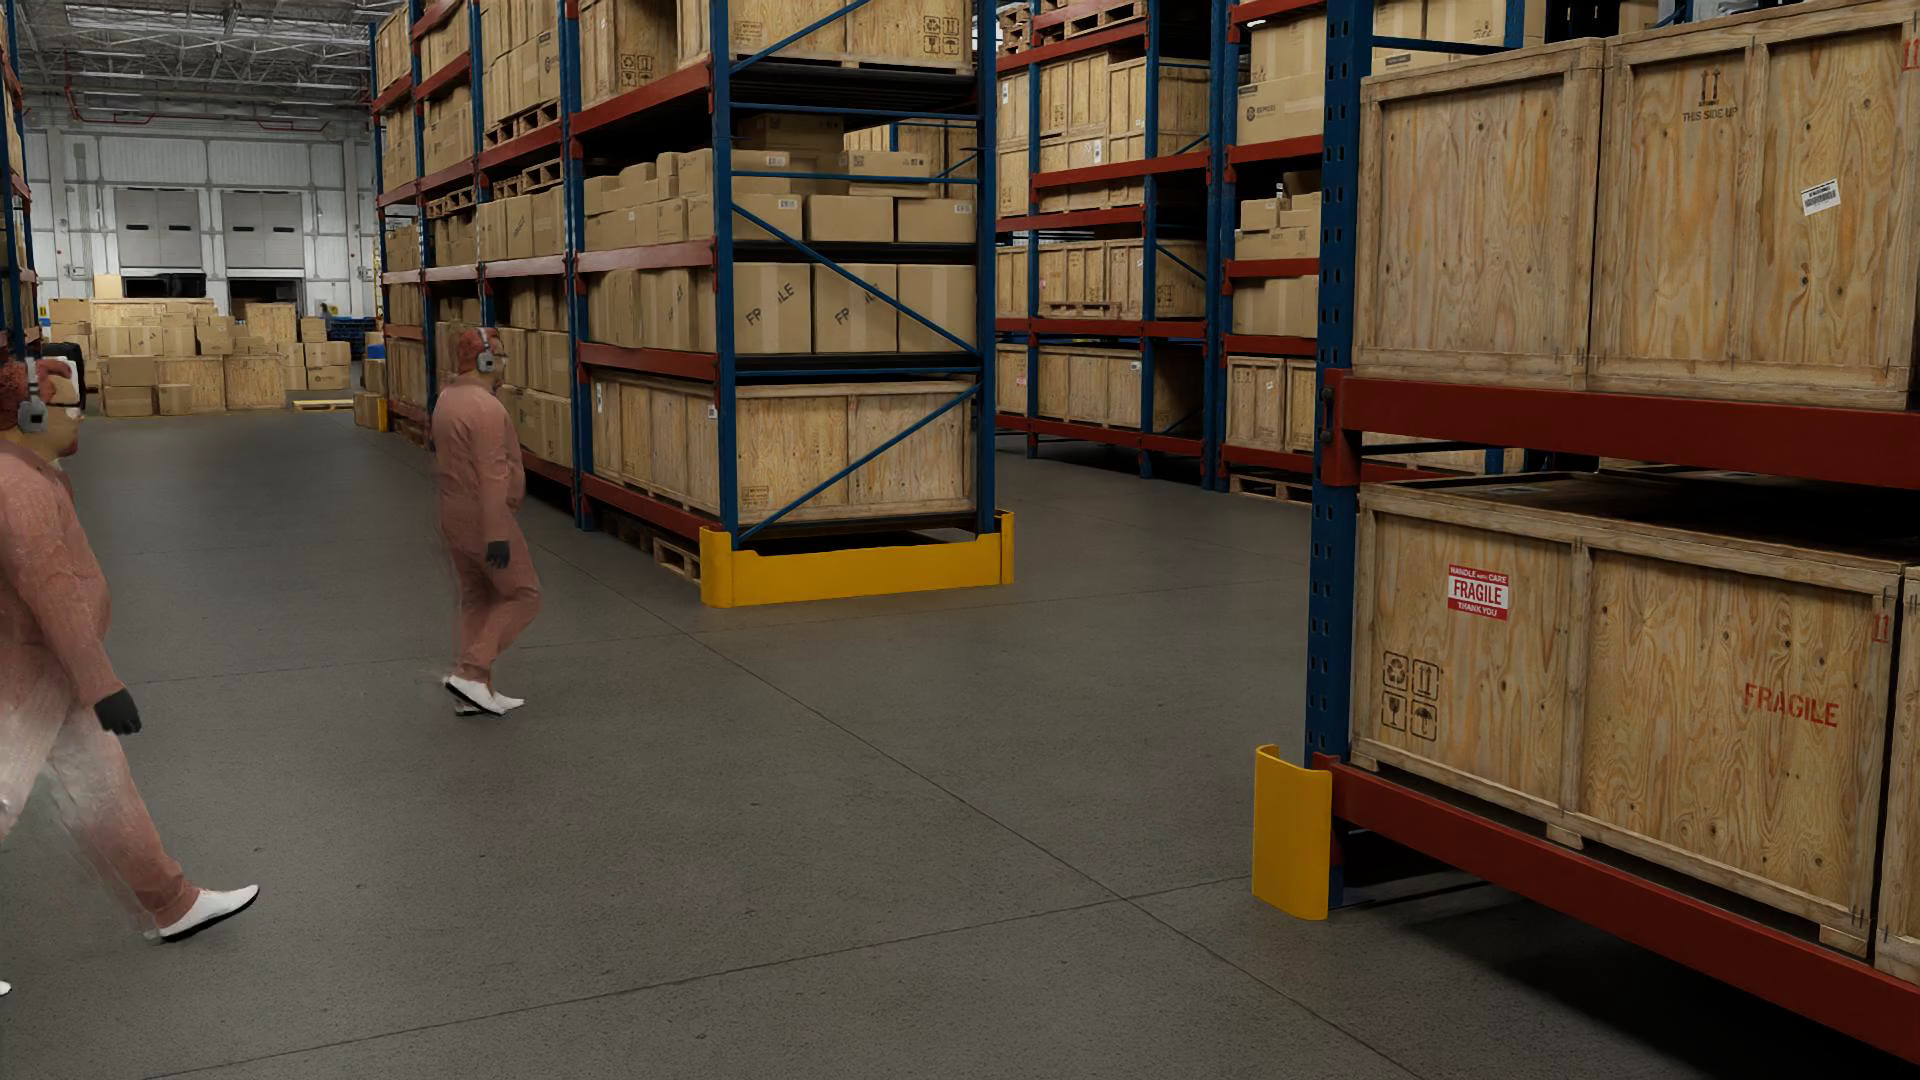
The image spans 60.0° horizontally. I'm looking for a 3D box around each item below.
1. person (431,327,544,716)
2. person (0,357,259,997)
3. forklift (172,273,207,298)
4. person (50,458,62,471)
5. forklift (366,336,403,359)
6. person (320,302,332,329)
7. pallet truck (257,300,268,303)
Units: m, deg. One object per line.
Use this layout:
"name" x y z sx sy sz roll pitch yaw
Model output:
"person" -2.265 -0.073 7.984 0.434 1.887 0.667 -6 10 -35
"person" -2.673 0.399 4.881 1.013 1.852 0.659 -4 9 -28
"forklift" -23.801 -6.887 51.578 1.873 2.768 1.129 6 10 37
"person" -4.619 -0.009 8.230 0.516 1.684 0.550 -6 10 -35
"forklift" -11.019 -4.281 33.612 1.873 2.768 1.129 5 10 30
"person" -21.227 -7.033 55.942 0.827 1.917 0.637 -8 11 -43
"pallet truck" -23.913 -7.404 58.171 1.885 1.965 0.823 -1 8 -9
